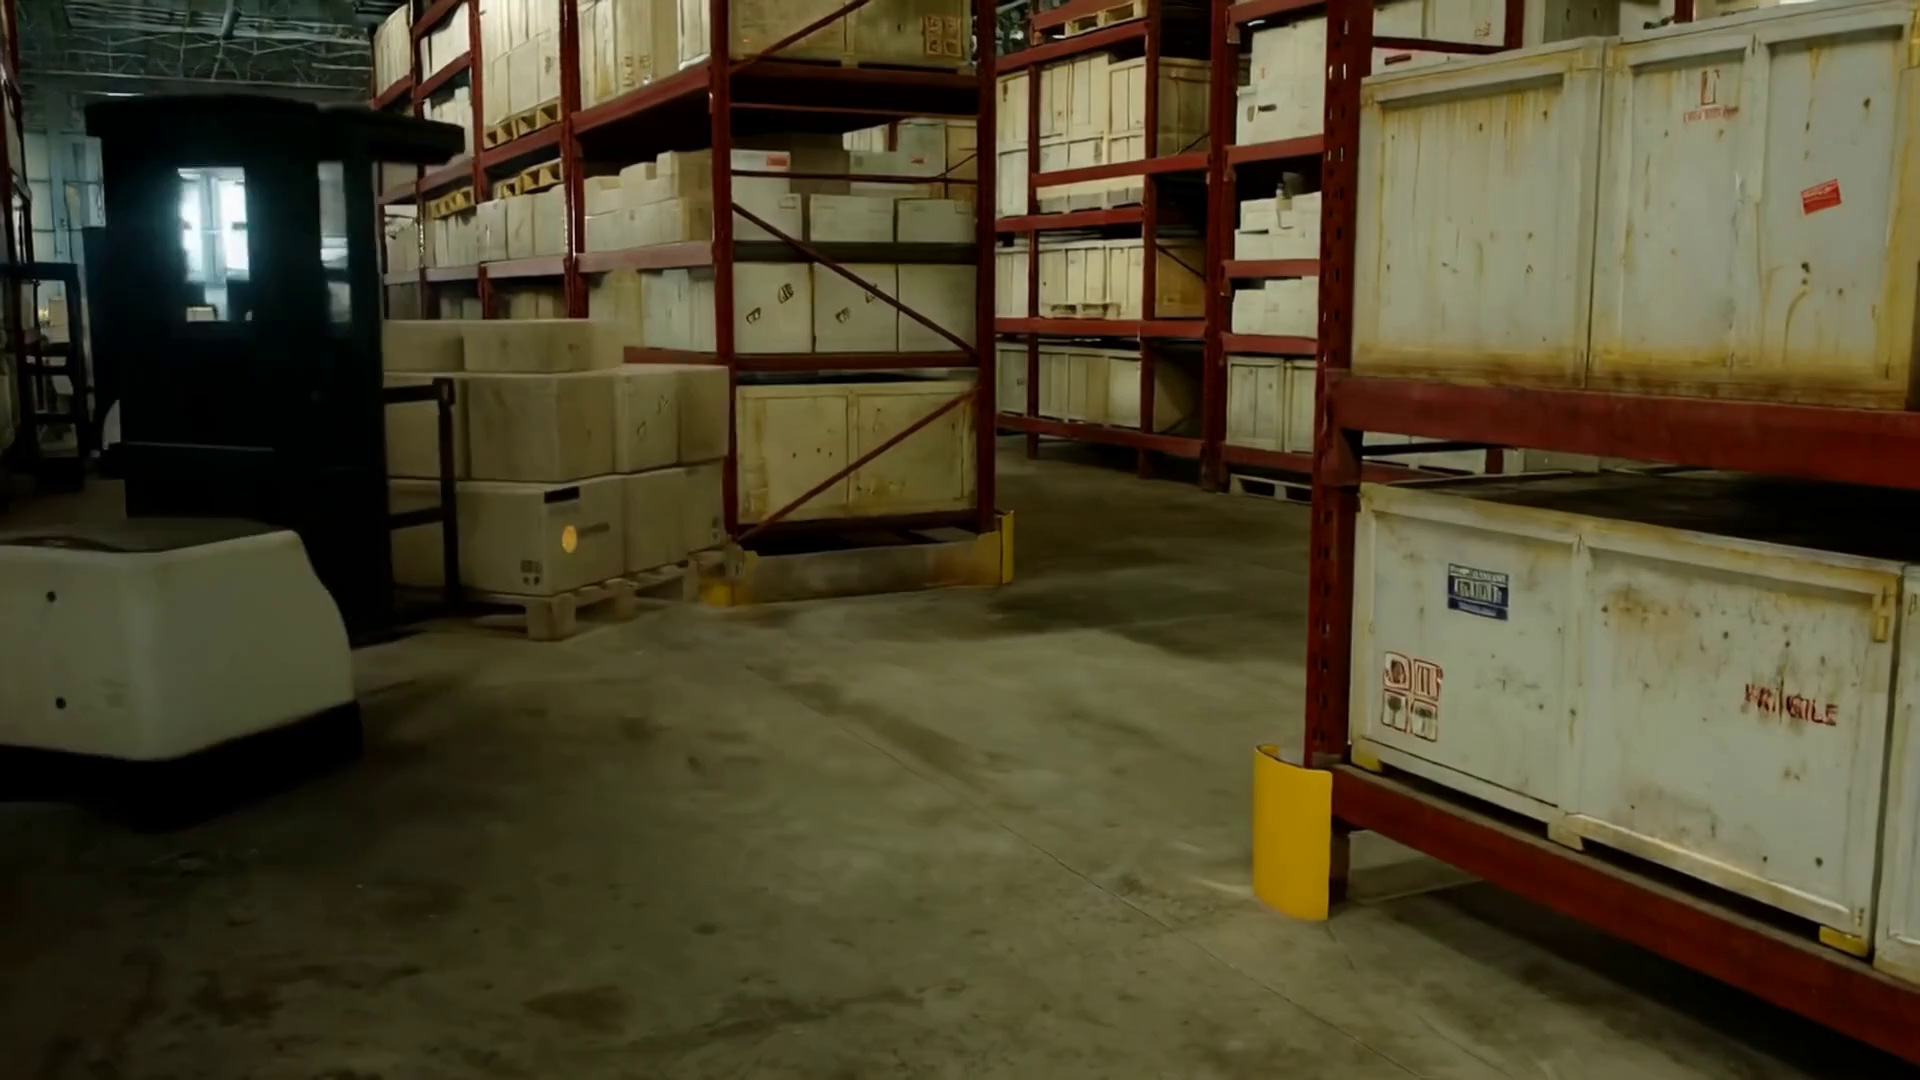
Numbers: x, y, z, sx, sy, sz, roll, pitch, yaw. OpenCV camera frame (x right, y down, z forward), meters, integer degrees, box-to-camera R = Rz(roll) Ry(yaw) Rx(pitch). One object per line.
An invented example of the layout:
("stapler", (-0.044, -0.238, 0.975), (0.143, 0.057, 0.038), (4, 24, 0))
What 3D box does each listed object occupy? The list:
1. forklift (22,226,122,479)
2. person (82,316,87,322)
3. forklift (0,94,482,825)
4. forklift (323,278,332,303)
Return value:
("forklift", (-9.741, -2.168, 19.037), (1.873, 2.768, 1.129), (-4, 9, -26))
("person", (-20.972, -4.558, 39.843), (0.566, 1.619, 0.529), (0, 8, -2))
("forklift", (-3.105, -0.420, 6.985), (1.129, 2.768, 1.873), (3, 9, 20))
("forklift", (-16.624, -5.900, 44.776), (1.129, 2.768, 1.873), (-5, 9, -29))
